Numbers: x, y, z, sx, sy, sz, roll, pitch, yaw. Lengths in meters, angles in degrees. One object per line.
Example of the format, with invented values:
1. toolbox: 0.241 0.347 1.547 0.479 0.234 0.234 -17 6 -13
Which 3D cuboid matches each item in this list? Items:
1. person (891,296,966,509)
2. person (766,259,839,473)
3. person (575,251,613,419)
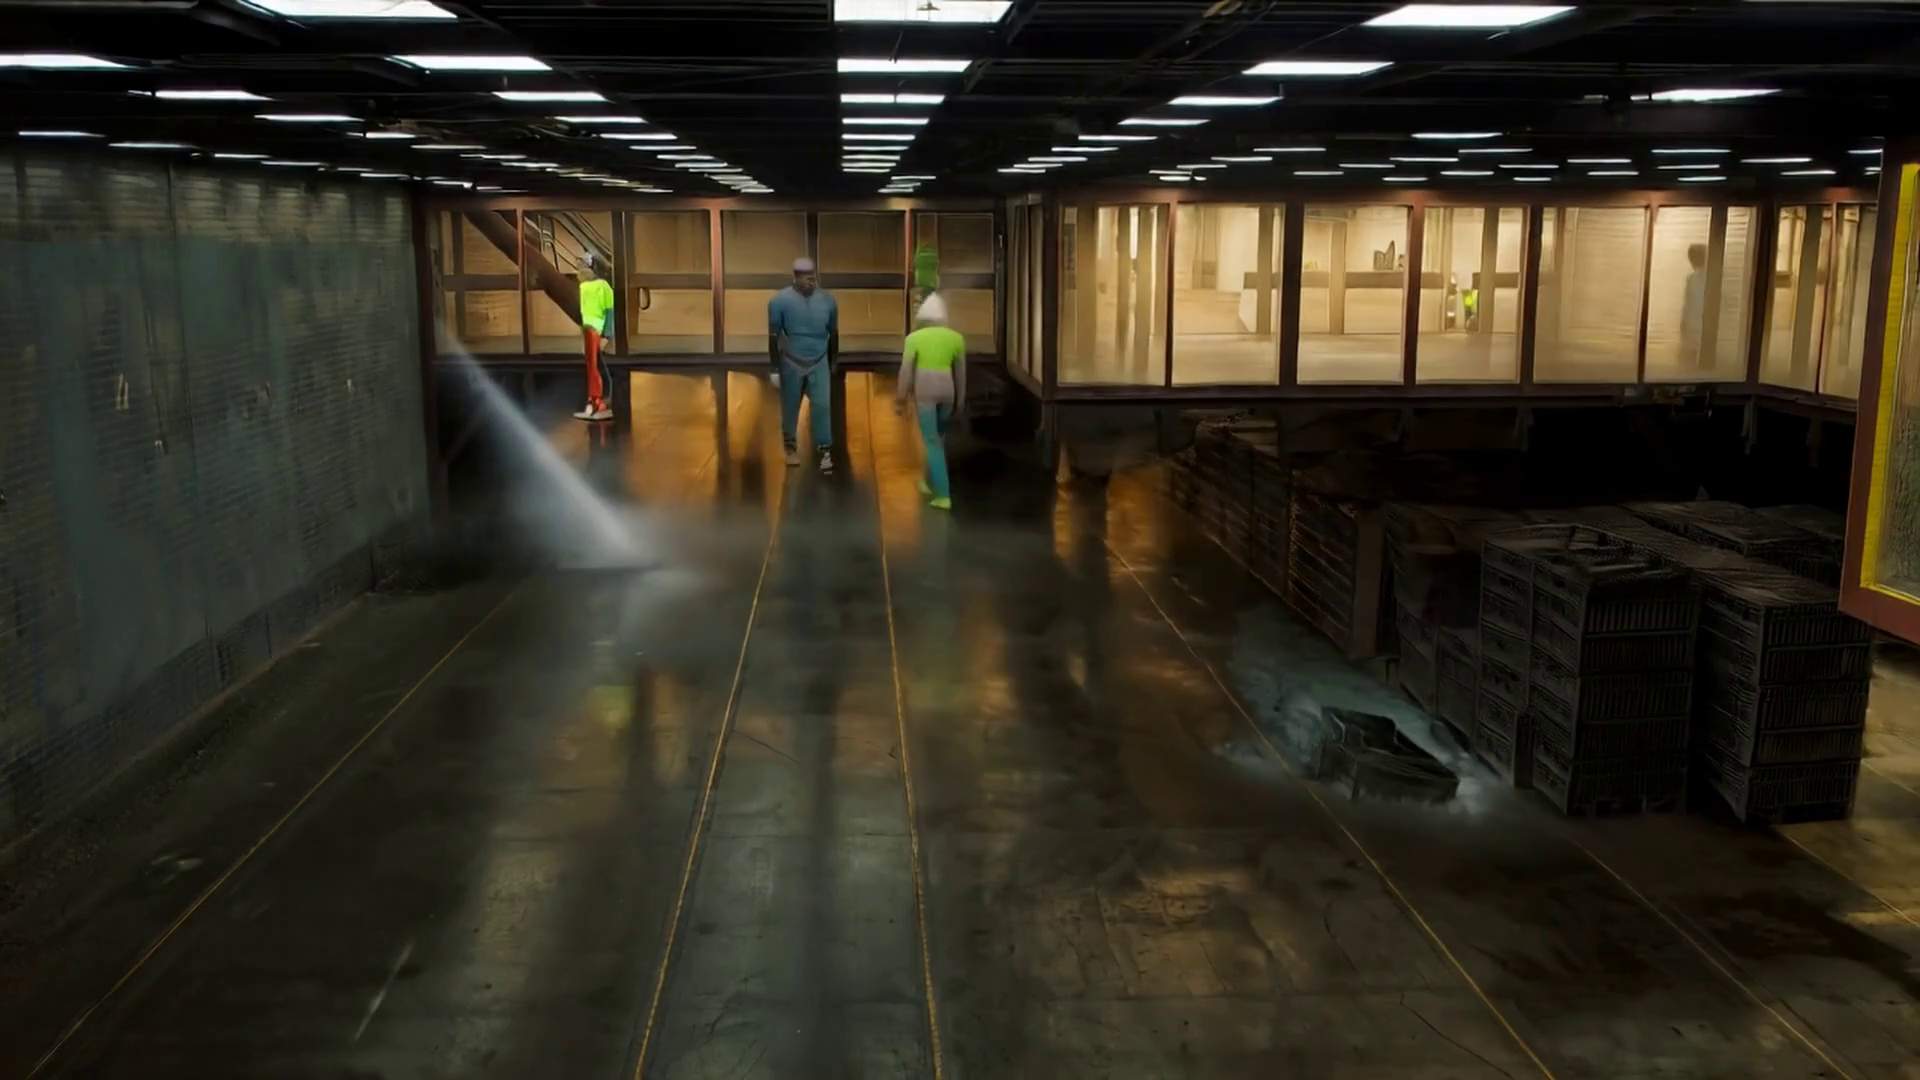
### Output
1. person: -0.246 -1.062 12.748 0.522 1.590 0.826 -6 12 -28
2. person: -1.375 -1.534 14.617 0.671 1.855 0.999 -3 11 -17
3. person: -4.092 -2.283 18.603 0.513 1.872 0.331 9 14 41
